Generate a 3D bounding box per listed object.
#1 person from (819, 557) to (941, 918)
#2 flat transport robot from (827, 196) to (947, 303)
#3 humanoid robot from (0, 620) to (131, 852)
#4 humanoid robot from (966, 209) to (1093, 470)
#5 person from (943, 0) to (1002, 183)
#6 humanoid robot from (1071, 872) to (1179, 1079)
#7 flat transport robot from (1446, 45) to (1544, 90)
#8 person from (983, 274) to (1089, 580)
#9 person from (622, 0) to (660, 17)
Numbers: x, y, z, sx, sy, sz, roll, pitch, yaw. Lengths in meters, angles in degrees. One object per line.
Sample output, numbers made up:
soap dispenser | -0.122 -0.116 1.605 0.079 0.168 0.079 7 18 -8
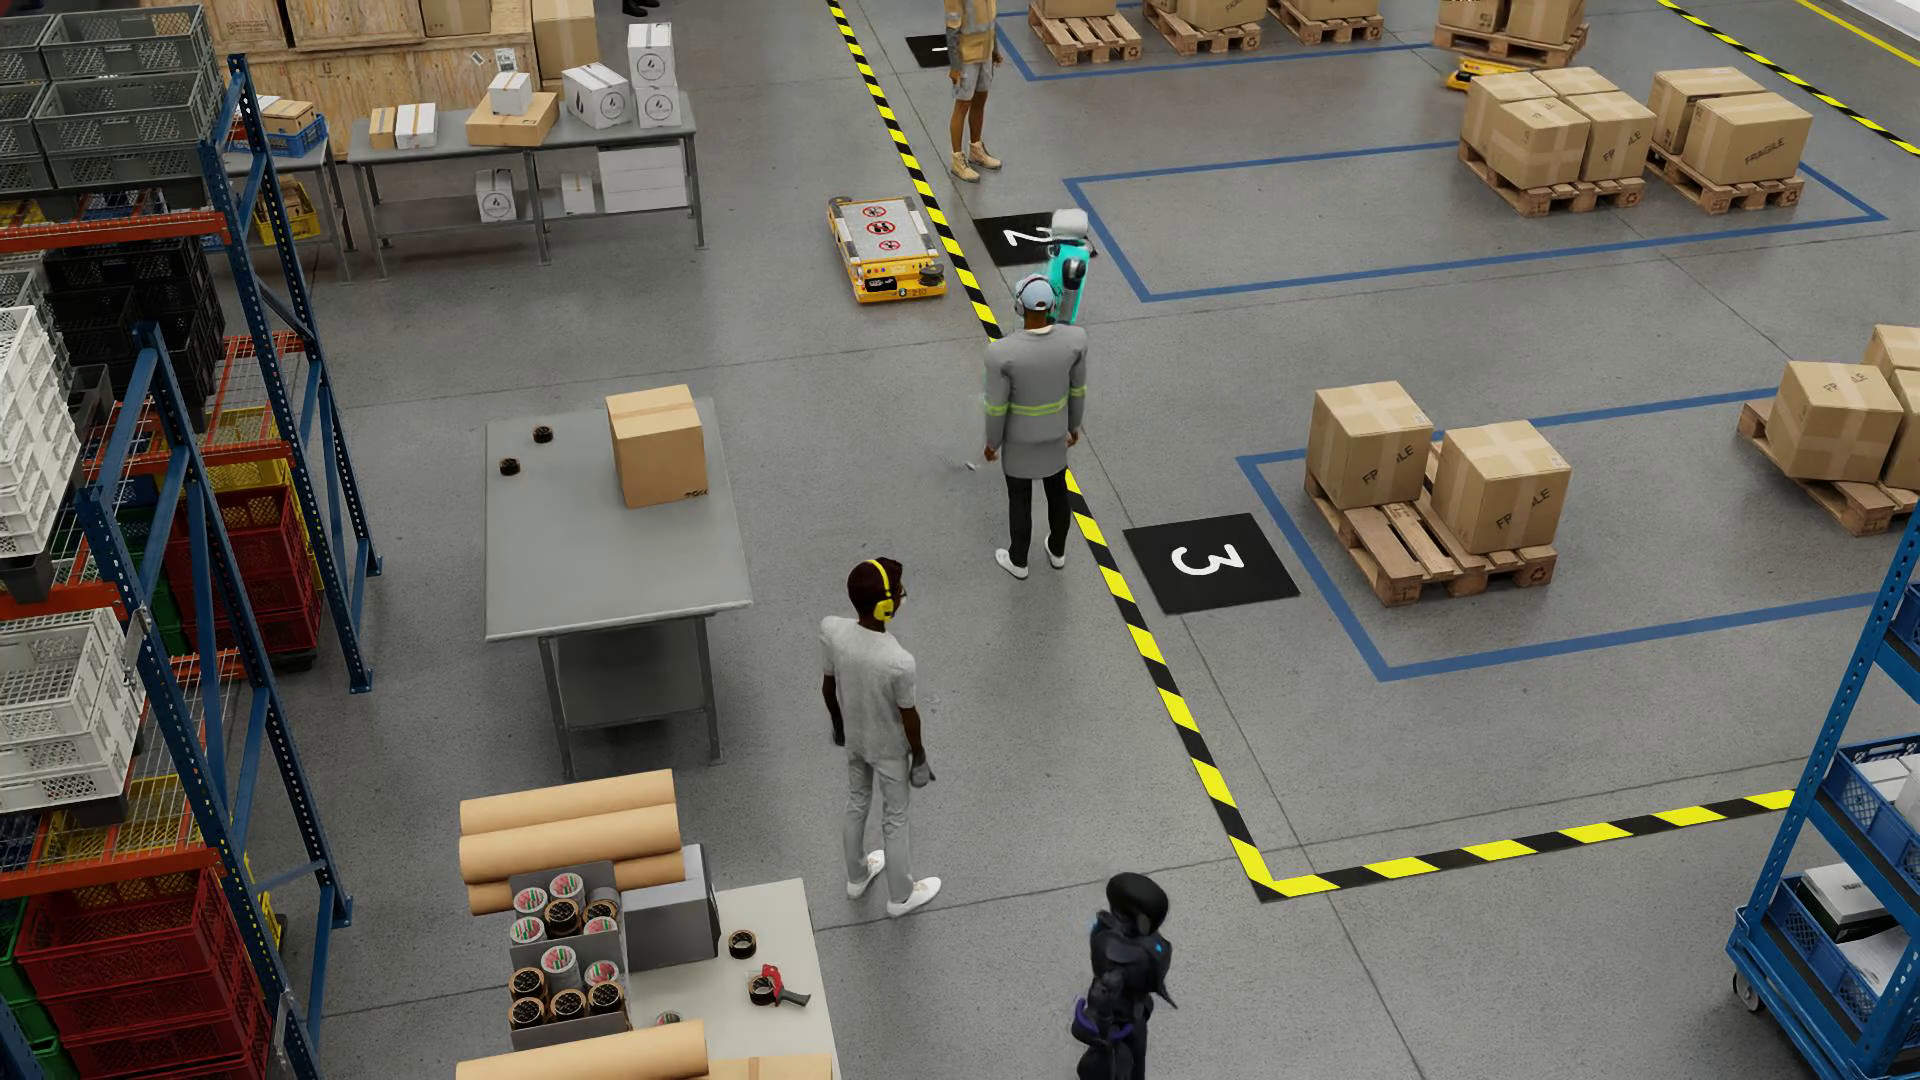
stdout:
person | -0.342 0.853 7.072 0.515 1.865 0.327 23 43 28
flat transport robot | -0.570 -2.220 12.538 0.659 0.231 1.431 -8 37 -10
humanoid robot | -4.275 0.795 7.346 0.788 1.629 0.594 0 37 1
humanoid robot | 0.335 -1.056 9.831 0.833 1.871 0.548 -1 37 -1
person | 0.122 -3.902 13.310 0.362 2.048 0.610 25 43 30
humanoid robot | 0.554 1.740 6.041 0.473 1.645 0.615 15 39 19
flat transport robot | 5.110 -4.507 15.588 0.652 0.197 1.431 20 41 24
person | 0.394 -0.608 9.046 0.589 1.850 0.395 -12 38 -16
person | -3.273 -6.220 16.515 0.363 1.939 0.542 12 38 16
